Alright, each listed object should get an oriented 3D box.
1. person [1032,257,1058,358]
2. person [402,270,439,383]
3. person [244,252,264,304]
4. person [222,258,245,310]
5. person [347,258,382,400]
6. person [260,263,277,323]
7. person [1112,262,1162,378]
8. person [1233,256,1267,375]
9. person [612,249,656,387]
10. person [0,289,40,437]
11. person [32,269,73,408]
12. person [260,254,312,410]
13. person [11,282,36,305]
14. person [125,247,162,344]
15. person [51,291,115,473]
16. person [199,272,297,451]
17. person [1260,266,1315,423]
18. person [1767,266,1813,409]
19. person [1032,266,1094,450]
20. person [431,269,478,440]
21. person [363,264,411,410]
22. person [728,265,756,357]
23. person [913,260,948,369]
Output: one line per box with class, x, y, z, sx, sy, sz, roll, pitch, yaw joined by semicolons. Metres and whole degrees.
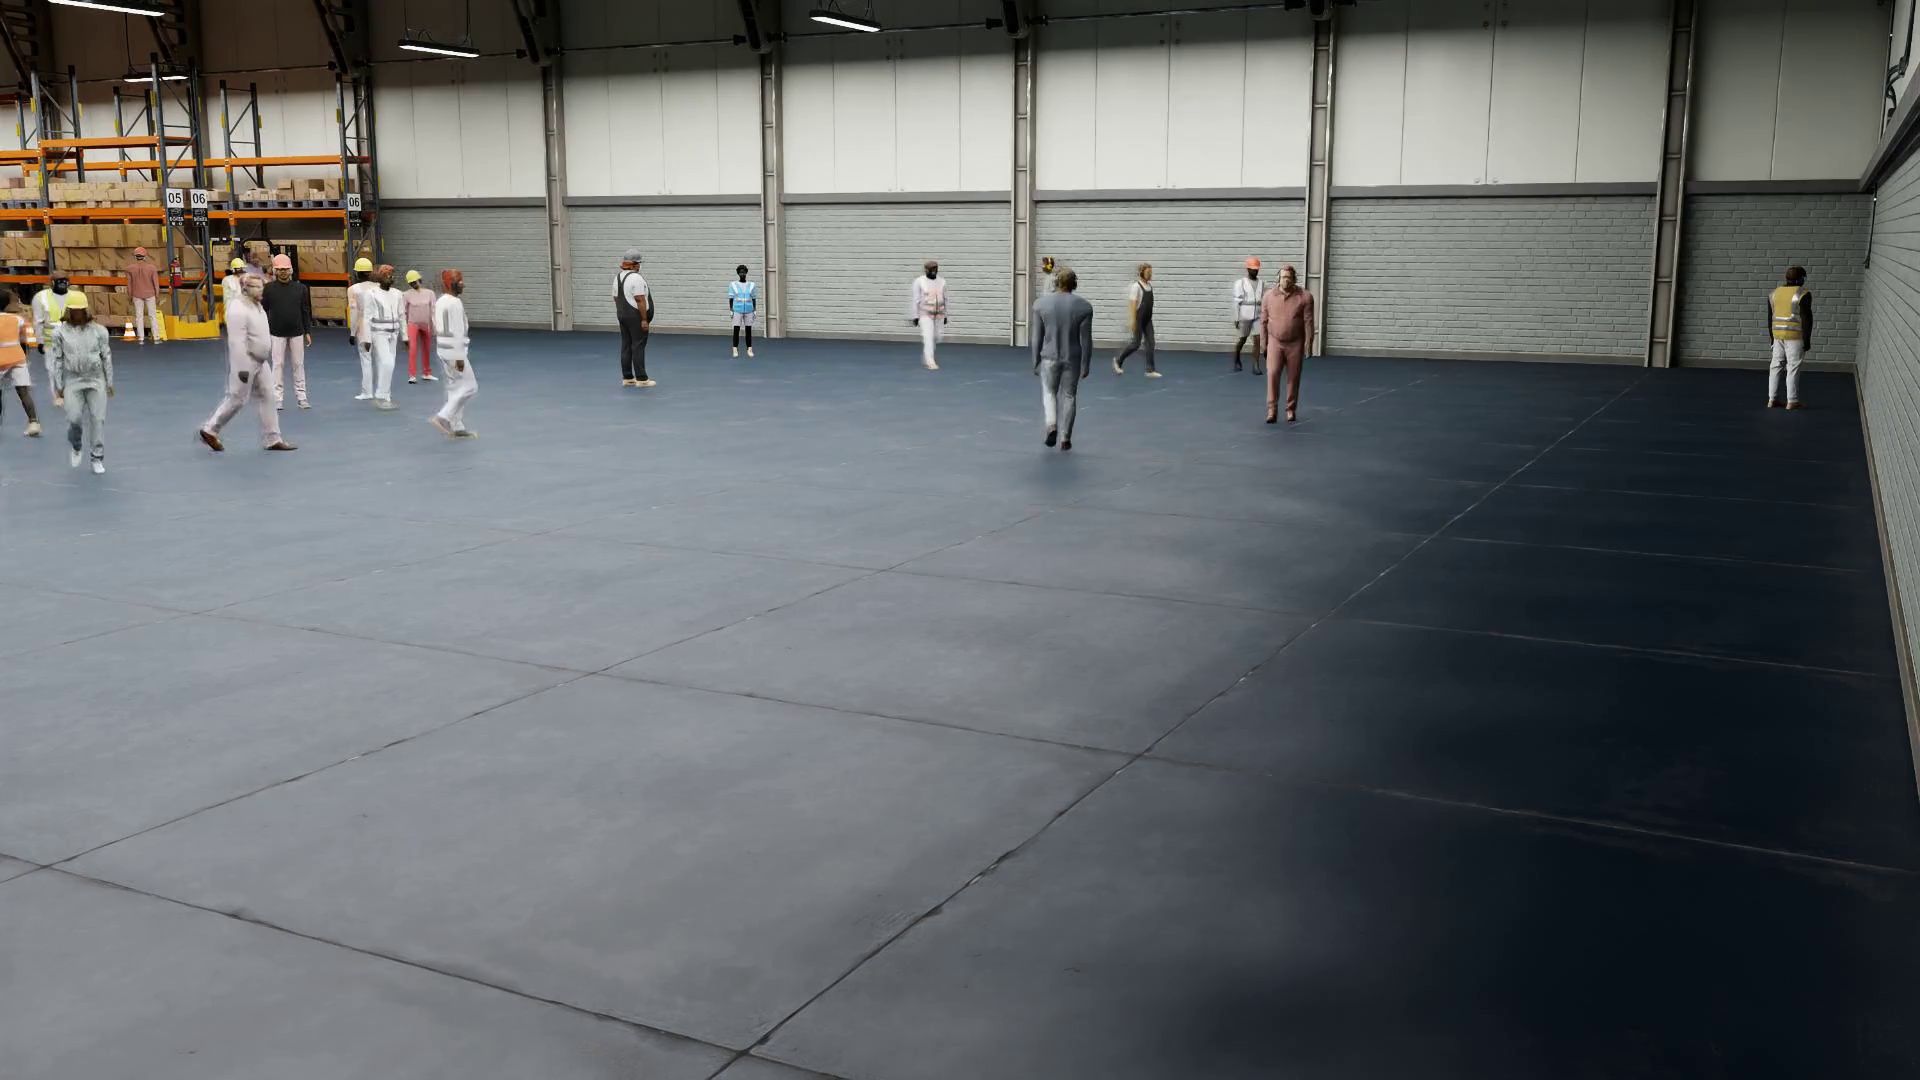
person;1.679;-4.241;30.370;0.626;1.851;0.524;-1;10;-3
person;-8.253;-3.259;25.434;0.570;1.709;0.715;-7;13;-34
person;-16.100;-5.624;37.957;0.978;1.867;0.633;1;10;7
person;-12.811;-4.092;29.622;0.403;1.835;0.588;6;12;31
person;-8.096;-2.881;22.756;0.357;1.930;0.587;7;13;35
person;-15.574;-5.409;37.400;0.650;1.620;0.522;4;11;21
person;2.821;-3.475;26.315;0.805;1.824;0.515;9;13;39
person;4.704;-3.656;27.057;0.555;1.909;0.880;-2;11;-12
person;-4.822;-3.310;24.792;0.535;2.000;0.674;-10;14;-43
person;-10.640;-1.974;18.576;0.885;1.649;0.543;6;12;30
person;-11.504;-2.558;21.319;0.623;1.814;0.807;-6;12;-31
person;-8.703;-2.683;21.499;0.612;1.995;0.382;-6;12;-31
person;-24.721;-6.738;43.846;0.538;1.904;0.619;6;12;31
person;-16.837;-5.033;34.309;0.612;1.996;0.389;-3;11;-18
person;-8.267;-1.486;15.713;0.490;1.728;0.387;-6;12;-31
person;-7.454;-1.837;17.252;0.893;1.873;0.652;1;10;3
person;3.903;-2.328;19.905;0.663;1.875;0.880;3;11;14
person;10.765;-2.615;21.548;0.429;1.844;0.626;-5;11;-24
person;1.074;-1.889;17.372;0.644;1.916;0.476;1;10;6
person;-5.540;-2.019;18.186;0.452;1.873;0.583;-7;13;-35
person;-7.351;-2.594;21.365;0.499;1.864;0.574;5;11;25
person;-4.001;-4.209;30.638;0.532;1.696;0.319;-4;11;-19
person;-0.514;-3.802;28.071;0.635;1.830;0.657;-6;12;-28
